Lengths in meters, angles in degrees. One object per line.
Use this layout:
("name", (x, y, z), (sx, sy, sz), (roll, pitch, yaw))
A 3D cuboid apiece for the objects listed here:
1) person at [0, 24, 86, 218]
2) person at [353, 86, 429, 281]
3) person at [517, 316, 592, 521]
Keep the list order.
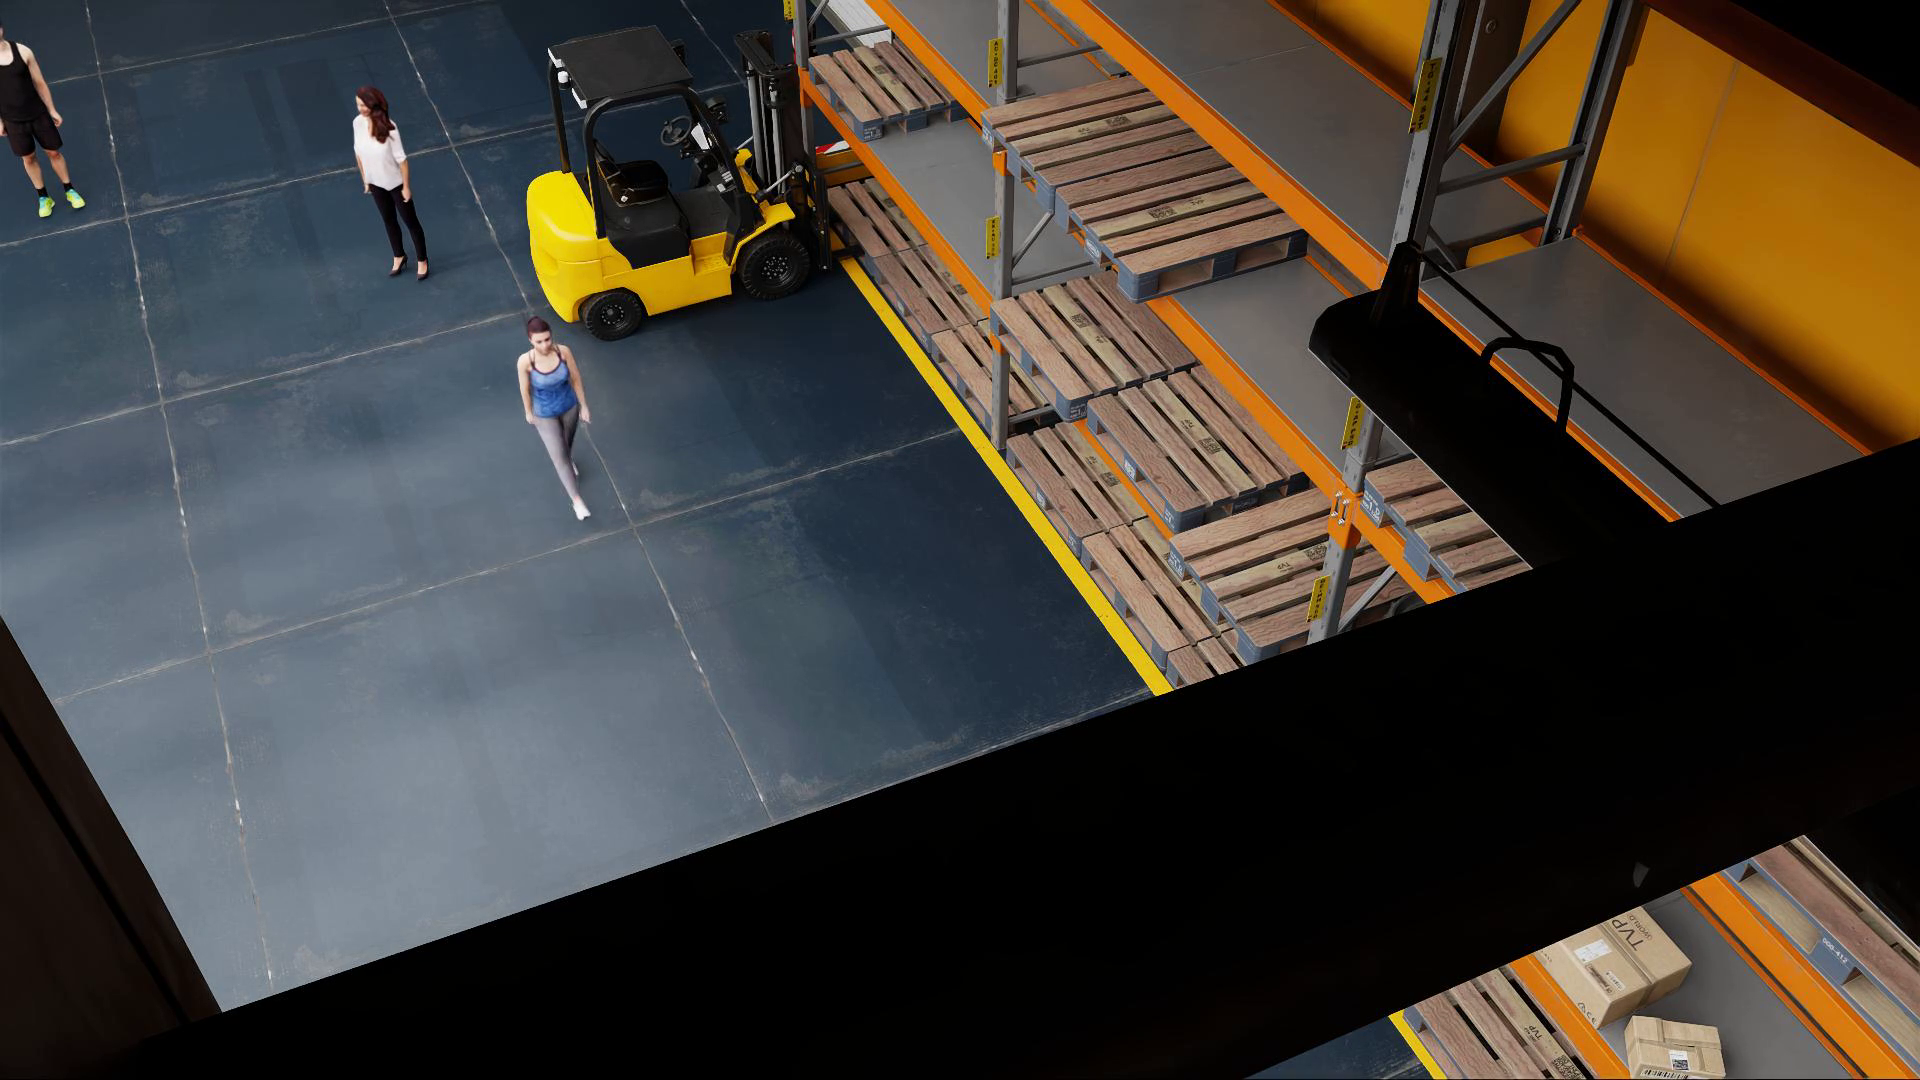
("person", (-8.335, -3.805, 14.810), (0.699, 1.891, 0.599), (-22, 48, -21))
("person", (-4.814, -3.011, 14.047), (0.677, 1.795, 0.726), (12, 45, 12))
("person", (-2.946, -0.978, 12.078), (0.616, 1.566, 1.066), (-21, 47, -21))
